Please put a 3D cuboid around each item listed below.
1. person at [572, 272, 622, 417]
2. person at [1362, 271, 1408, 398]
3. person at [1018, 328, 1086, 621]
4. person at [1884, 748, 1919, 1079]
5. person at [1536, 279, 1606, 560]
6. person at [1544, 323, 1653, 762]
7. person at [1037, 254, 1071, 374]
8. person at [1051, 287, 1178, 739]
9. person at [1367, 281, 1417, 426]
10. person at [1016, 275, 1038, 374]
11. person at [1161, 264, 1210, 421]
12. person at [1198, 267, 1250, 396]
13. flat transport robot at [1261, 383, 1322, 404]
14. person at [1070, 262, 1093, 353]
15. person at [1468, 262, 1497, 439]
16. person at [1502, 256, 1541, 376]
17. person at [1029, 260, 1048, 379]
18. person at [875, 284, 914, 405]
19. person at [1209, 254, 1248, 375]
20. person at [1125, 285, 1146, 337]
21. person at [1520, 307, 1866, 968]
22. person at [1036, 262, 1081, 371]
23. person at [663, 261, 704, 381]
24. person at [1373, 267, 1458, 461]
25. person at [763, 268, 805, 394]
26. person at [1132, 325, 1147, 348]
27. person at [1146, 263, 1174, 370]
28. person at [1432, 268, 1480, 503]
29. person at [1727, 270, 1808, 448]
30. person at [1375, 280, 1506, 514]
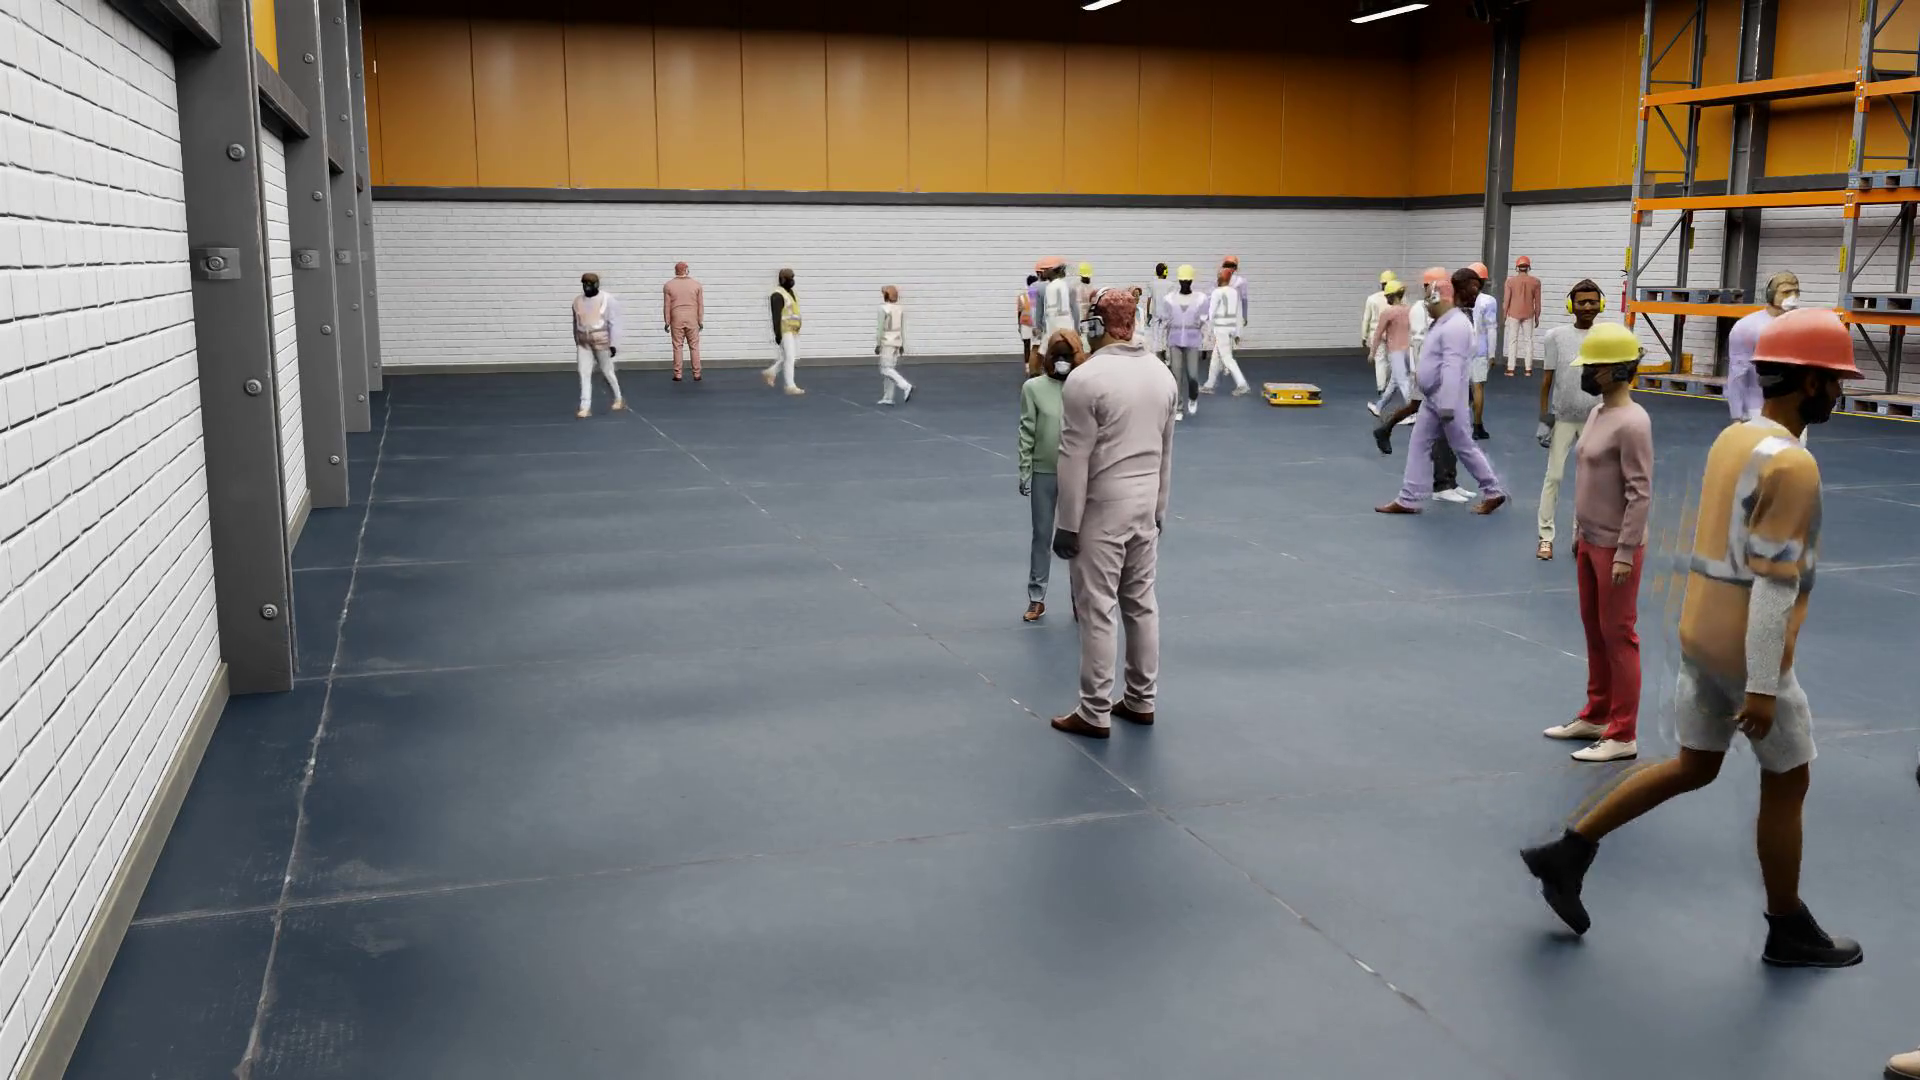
[{"bbox_3d":[-4.567,-2.468,20.941,0.623,1.812,0.852,2,10,9],"label":"person"},{"bbox_3d":[6.035,-2.923,23.656,0.607,1.788,0.915,1,10,5],"label":"person"},{"bbox_3d":[0.569,-0.355,9.217,0.499,1.633,0.281,1,10,7],"label":"person"},{"bbox_3d":[2.461,0.536,3.901,0.320,1.692,0.538,-2,10,-11],"label":"person"},{"bbox_3d":[4.111,-0.791,11.053,0.515,1.872,0.333,1,10,6],"label":"person"},{"bbox_3d":[2.588,0.012,6.717,0.330,1.765,0.533,0,10,2],"label":"person"},{"bbox_3d":[1.265,-2.806,22.303,0.467,2.021,0.627,5,11,27],"label":"person"},{"bbox_3d":[0.630,-0.118,7.084,0.646,1.900,0.403,-9,14,-44],"label":"person"},{"bbox_3d":[5.184,-2.241,19.935,0.554,1.700,0.998,-6,12,-32],"label":"person"},{"bbox_3d":[1.230,-3.680,28.361,0.542,1.677,0.636,1,10,6],"label":"person"},{"bbox_3d":[2.758,-2.418,20.379,0.586,1.912,0.510,3,10,14],"label":"person"},{"bbox_3d":[3.821,-2.996,23.923,0.951,1.846,0.575,8,13,39],"label":"person"},{"bbox_3d":[4.515,-2.002,22.690,0.652,0.197,1.431,1,10,4],"label":"flat transport robot"},{"bbox_3d":[2.002,-3.628,27.449,0.443,1.882,0.650,4,10,20],"label":"person"},{"bbox_3d":[5.628,-2.075,18.298,0.551,1.935,0.375,7,12,34],"label":"person"},{"bbox_3d":[9.345,-3.729,27.713,0.621,1.989,0.398,1,10,6],"label":"person"},{"bbox_3d":[1.258,-3.309,25.439,0.377,1.936,0.549,5,11,26],"label":"person"},{"bbox_3d":[-0.873,-2.597,22.207,0.594,1.627,0.513,6,11,31],"label":"person"},{"bbox_3d":[4.533,-3.793,28.014,0.623,2.015,0.771,3,10,19],"label":"person"},{"bbox_3d":[2.116,-2.322,20.588,0.309,1.641,0.514,9,13,43],"label":"person"},{"bbox_3d":[2.146,0.290,4.743,0.878,1.909,0.568,1,10,4],"label":"person"},{"bbox_3d":[1.453,-3.088,24.242,0.633,1.916,0.680,6,12,32],"label":"person"},{"bbox_3d":[-4.416,-3.490,26.592,0.639,1.904,0.402,-2,10,-14],"label":"person"},{"bbox_3d":[4.532,-1.733,16.409,0.554,1.912,0.813,-8,13,-39],"label":"person"},{"bbox_3d":[-2.567,-3.028,24.140,0.618,1.825,0.640,3,10,15],"label":"person"},{"bbox_3d":[1.438,-1.344,15.075,0.519,1.586,0.871,6,11,30],"label":"person"},{"bbox_3d":[3.500,-3.884,28.984,0.519,1.865,0.331,3,10,16],"label":"person"},{"bbox_3d":[4.092,-1.278,13.742,0.391,1.917,0.593,6,11,29],"label":"person"},{"bbox_3d":[5.560,-0.893,11.481,0.625,1.928,0.544,0,10,-2],"label":"person"},{"bbox_3d":[3.815,-1.100,12.957,0.987,1.843,0.672,0,10,0],"label":"person"}]
